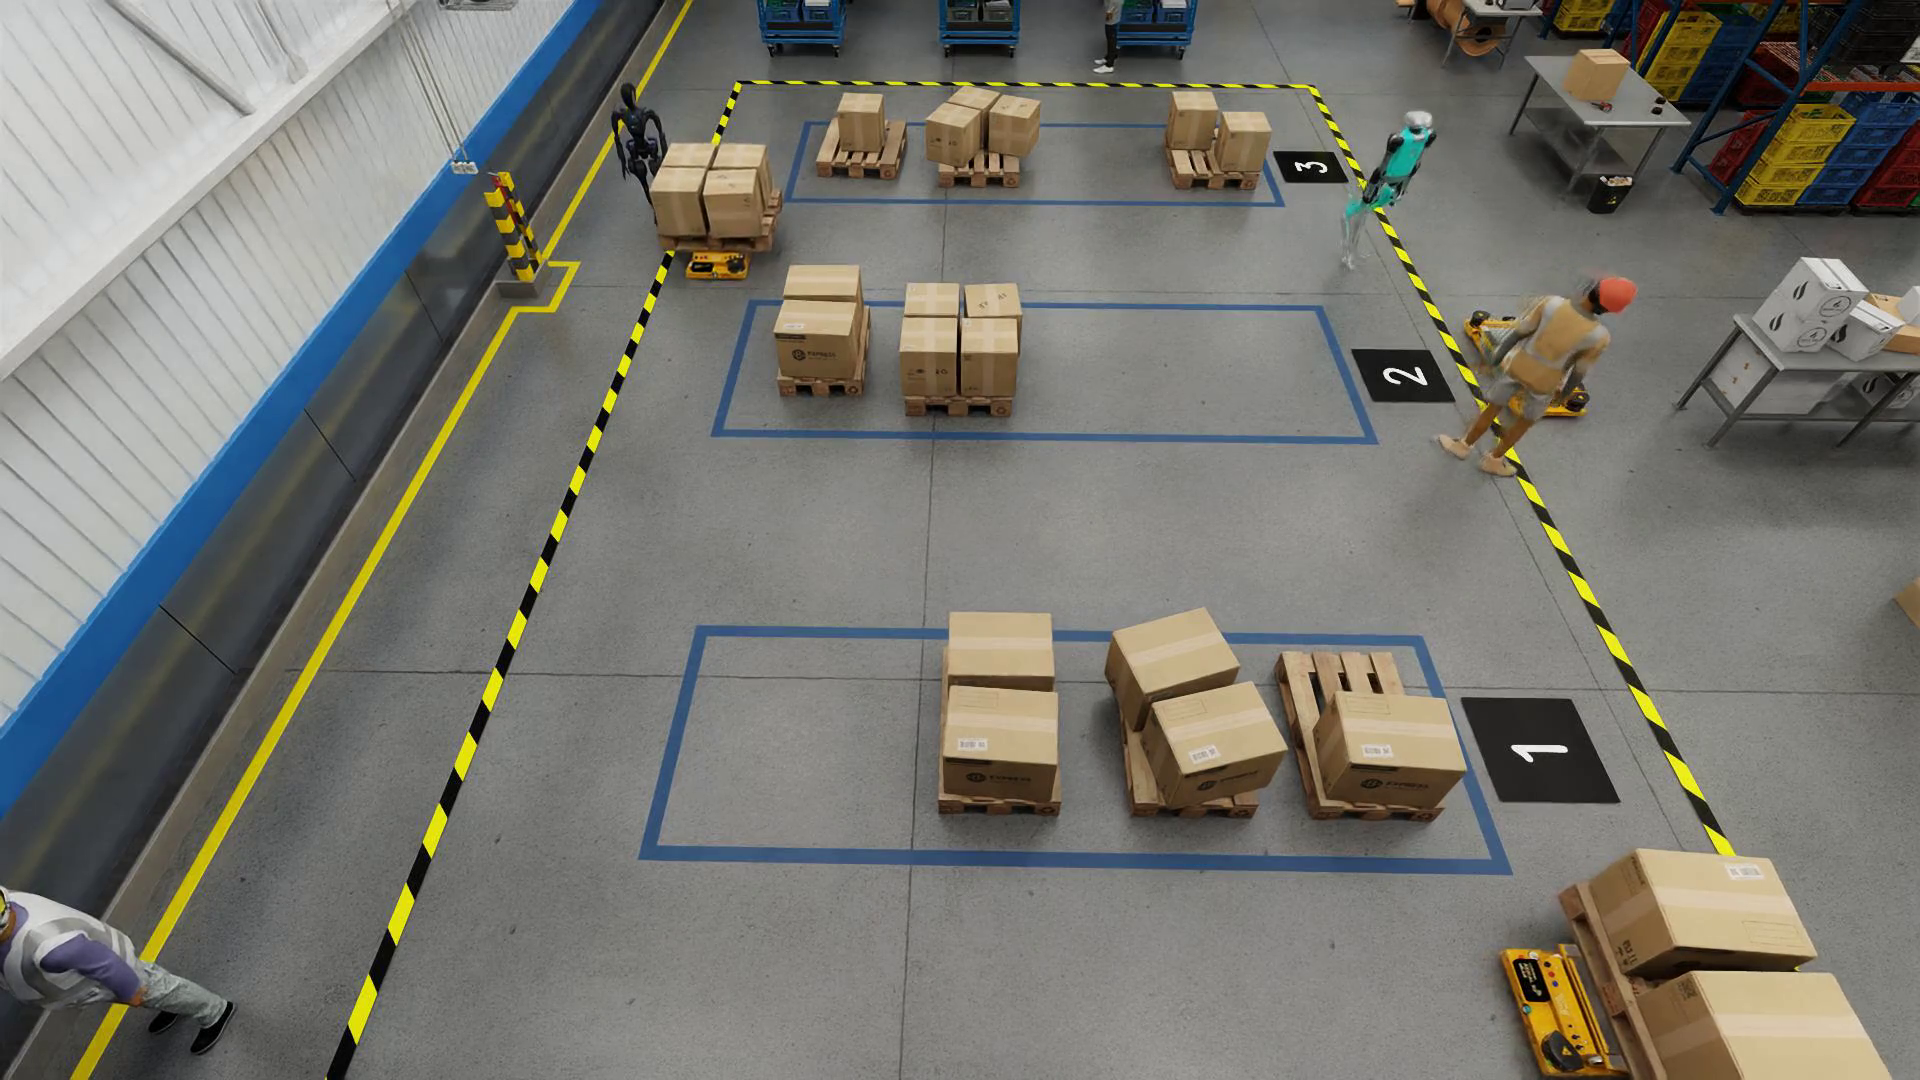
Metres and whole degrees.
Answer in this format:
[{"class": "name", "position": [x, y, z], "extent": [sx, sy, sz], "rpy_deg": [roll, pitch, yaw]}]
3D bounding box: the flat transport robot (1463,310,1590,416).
[{"class": "flat transport robot", "position": [5.573, -1.757, 9.054], "extent": [0.659, 0.231, 1.431], "rpy_deg": [1, 49, 1]}]

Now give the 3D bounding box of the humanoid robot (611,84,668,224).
[{"class": "humanoid robot", "position": [-3.537, -4.259, 10.297], "extent": [0.591, 1.634, 0.658], "rpy_deg": [-8, 50, -7]}]

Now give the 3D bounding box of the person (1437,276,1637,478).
[{"class": "person", "position": [4.713, -1.384, 7.604], "extent": [0.394, 1.995, 0.788], "rpy_deg": [-32, 56, -24]}]

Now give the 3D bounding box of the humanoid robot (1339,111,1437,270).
[{"class": "humanoid robot", "position": [4.432, -3.801, 9.888], "extent": [0.535, 1.822, 0.841], "rpy_deg": [-16, 51, -13]}]

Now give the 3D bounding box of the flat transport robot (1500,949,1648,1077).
[{"class": "flat transport robot", "position": [3.943, 2.670, 5.204], "extent": [1.431, 0.197, 0.652], "rpy_deg": [1, 49, 1]}]

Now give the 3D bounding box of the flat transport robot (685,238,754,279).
[{"class": "flat transport robot", "position": [-2.689, -3.489, 10.535], "extent": [0.652, 0.197, 1.431], "rpy_deg": [1, 49, 1]}]

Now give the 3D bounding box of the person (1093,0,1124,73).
[{"class": "person", "position": [2.168, -7.729, 13.175], "extent": [0.377, 1.851, 0.597], "rpy_deg": [7, 50, 6]}]

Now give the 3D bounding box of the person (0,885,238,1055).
[{"class": "person", "position": [-4.391, 2.171, 4.616], "extent": [0.597, 1.836, 0.404], "rpy_deg": [16, 51, 14]}]
